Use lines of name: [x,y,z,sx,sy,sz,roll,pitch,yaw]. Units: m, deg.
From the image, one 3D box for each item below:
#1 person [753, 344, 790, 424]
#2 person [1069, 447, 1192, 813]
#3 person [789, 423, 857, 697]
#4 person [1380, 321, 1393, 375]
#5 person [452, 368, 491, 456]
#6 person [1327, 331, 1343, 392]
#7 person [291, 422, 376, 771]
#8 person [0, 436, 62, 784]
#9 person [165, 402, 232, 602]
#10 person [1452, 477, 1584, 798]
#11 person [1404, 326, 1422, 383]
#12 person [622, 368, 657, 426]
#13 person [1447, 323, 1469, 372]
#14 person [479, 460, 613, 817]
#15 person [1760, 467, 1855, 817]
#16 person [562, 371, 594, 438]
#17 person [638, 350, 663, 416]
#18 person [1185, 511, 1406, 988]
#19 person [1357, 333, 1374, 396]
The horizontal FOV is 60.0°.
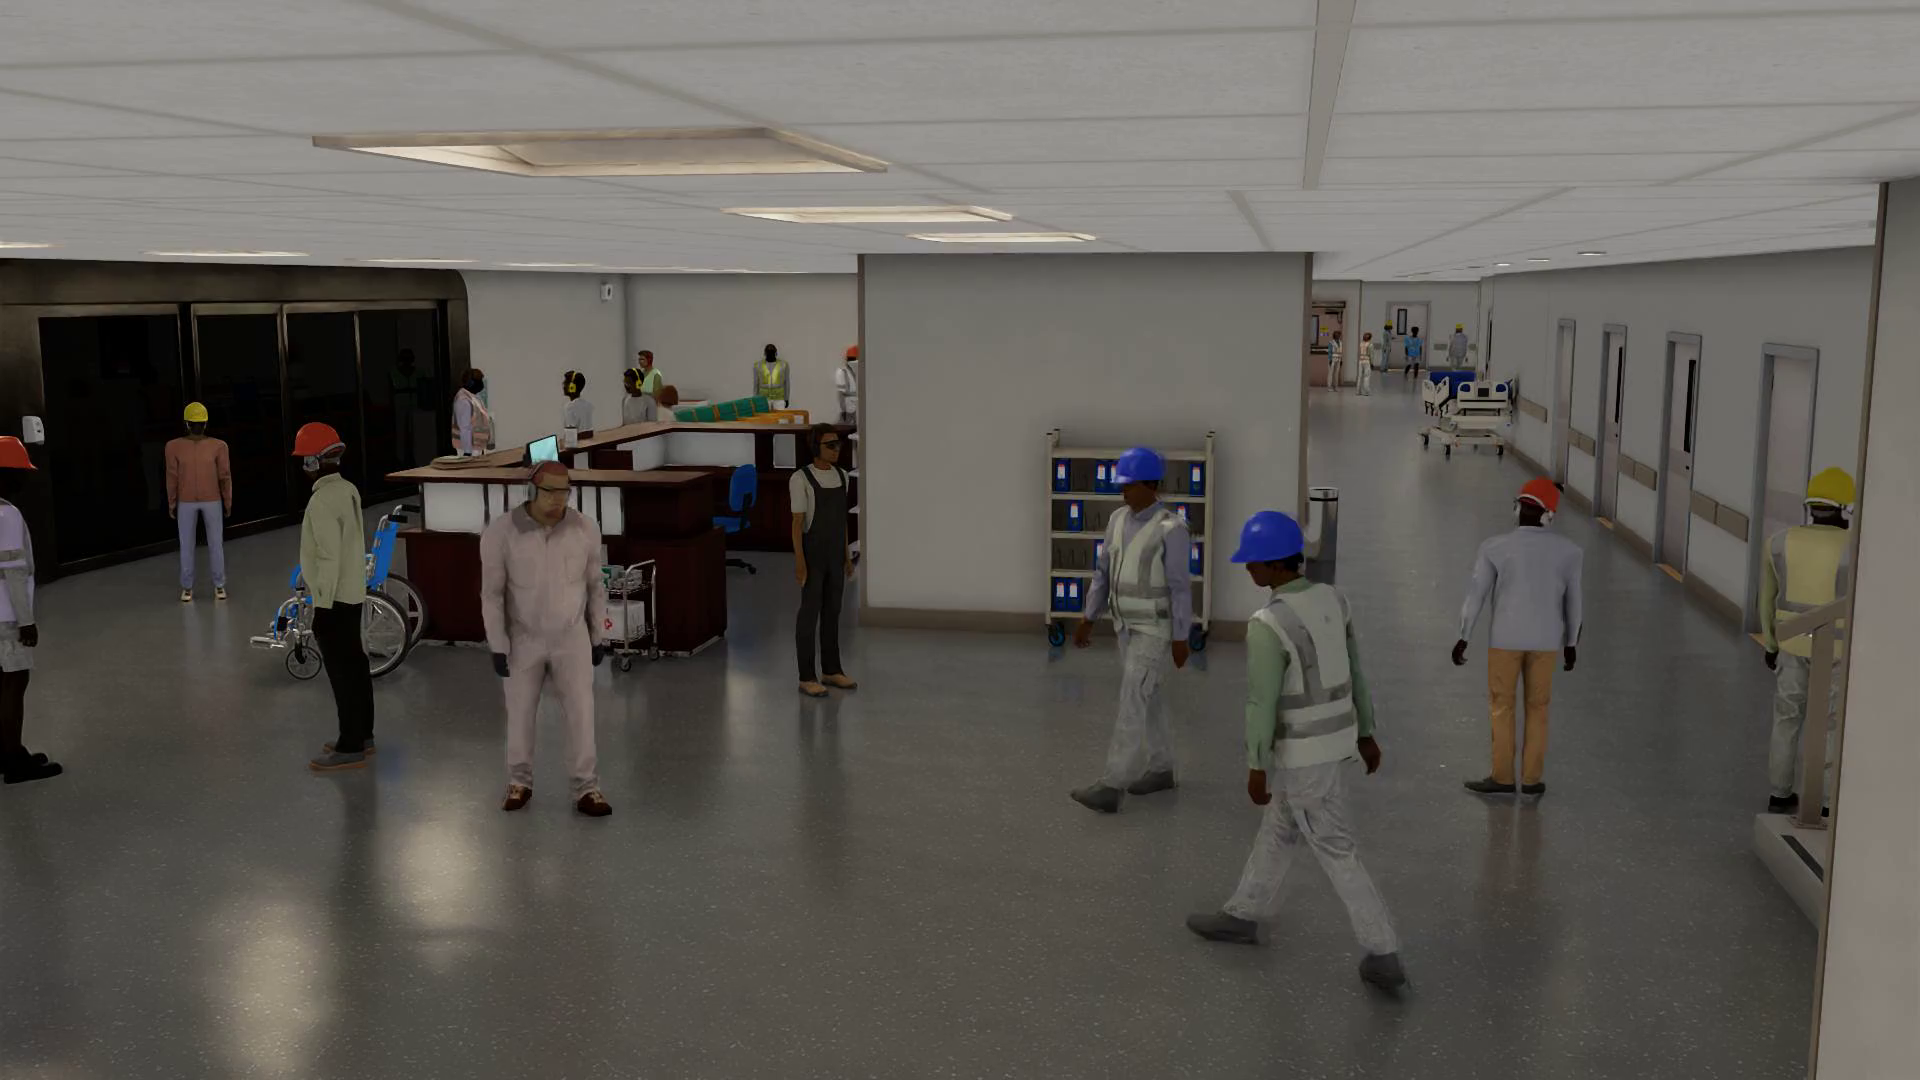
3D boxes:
person: [-3.173,-2.387,28.035,0.620,1.835,0.431,-1,9,-6]
person: [0.857,0.467,8.821,0.842,1.913,0.617,-5,10,-28]
person: [-0.923,0.127,11.274,0.343,1.846,0.507,7,11,39]
person: [13.723,-6.161,53.381,0.335,1.734,0.480,6,10,33]
person: [-5.692,-1.085,19.400,0.433,1.833,0.622,-1,9,-7]
person: [10.063,-4.792,44.602,0.515,1.641,0.314,-6,11,-36]
person: [-3.593,0.319,9.525,0.391,1.990,0.621,-1,9,-6]
person: [-5.306,0.385,9.303,0.545,1.929,0.390,8,11,41]
person: [-6.698,-0.338,14.662,0.531,1.761,0.334,-4,9,-22]
person: [3.027,0.526,9.031,0.659,1.729,0.400,0,9,1]
person: [13.265,-5.433,48.767,0.542,1.676,0.620,-1,9,-4]
person: [-3.622,-0.995,18.679,0.520,1.865,0.332,5,10,30]
person: [14.029,-5.198,46.822,0.600,1.798,0.773,0,9,1]
person: [-2.158,0.515,8.667,0.660,1.872,0.661,-4,9,-25]
person: [4.440,0.542,8.575,0.403,1.833,0.598,-7,11,-40]
person: [-4.121,-0.880,17.867,0.323,1.876,0.528,2,9,16]
person: [-4.640,-1.938,25.039,0.388,1.837,0.560,-7,11,-39]
person: [1.408,0.814,6.662,0.979,1.875,0.645,7,11,38]
person: [10.477,-4.536,42.947,0.318,1.630,0.514,-5,10,-31]
